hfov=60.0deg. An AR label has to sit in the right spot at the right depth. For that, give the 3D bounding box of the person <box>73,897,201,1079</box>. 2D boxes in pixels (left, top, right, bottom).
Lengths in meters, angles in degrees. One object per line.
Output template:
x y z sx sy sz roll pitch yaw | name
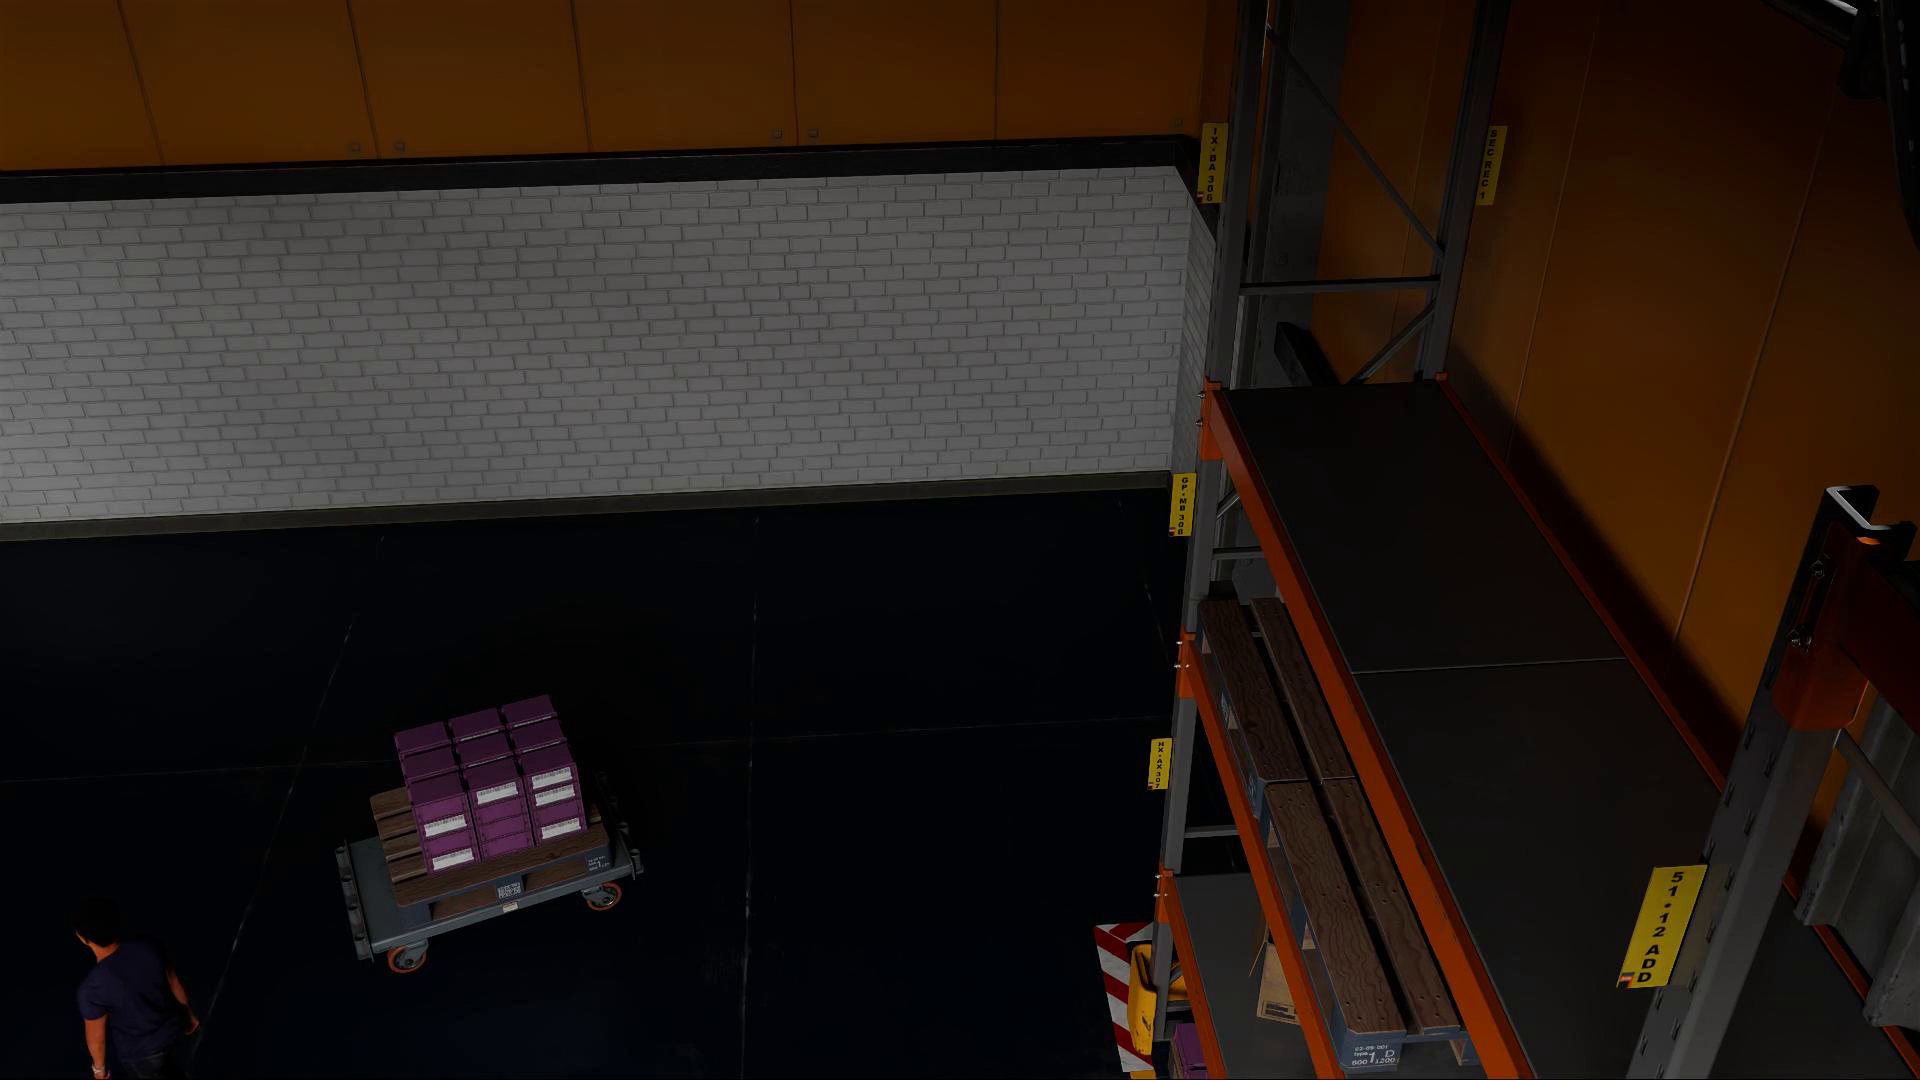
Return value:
-3.868 2.450 8.065 0.798 1.776 0.686 10 35 15 | person
